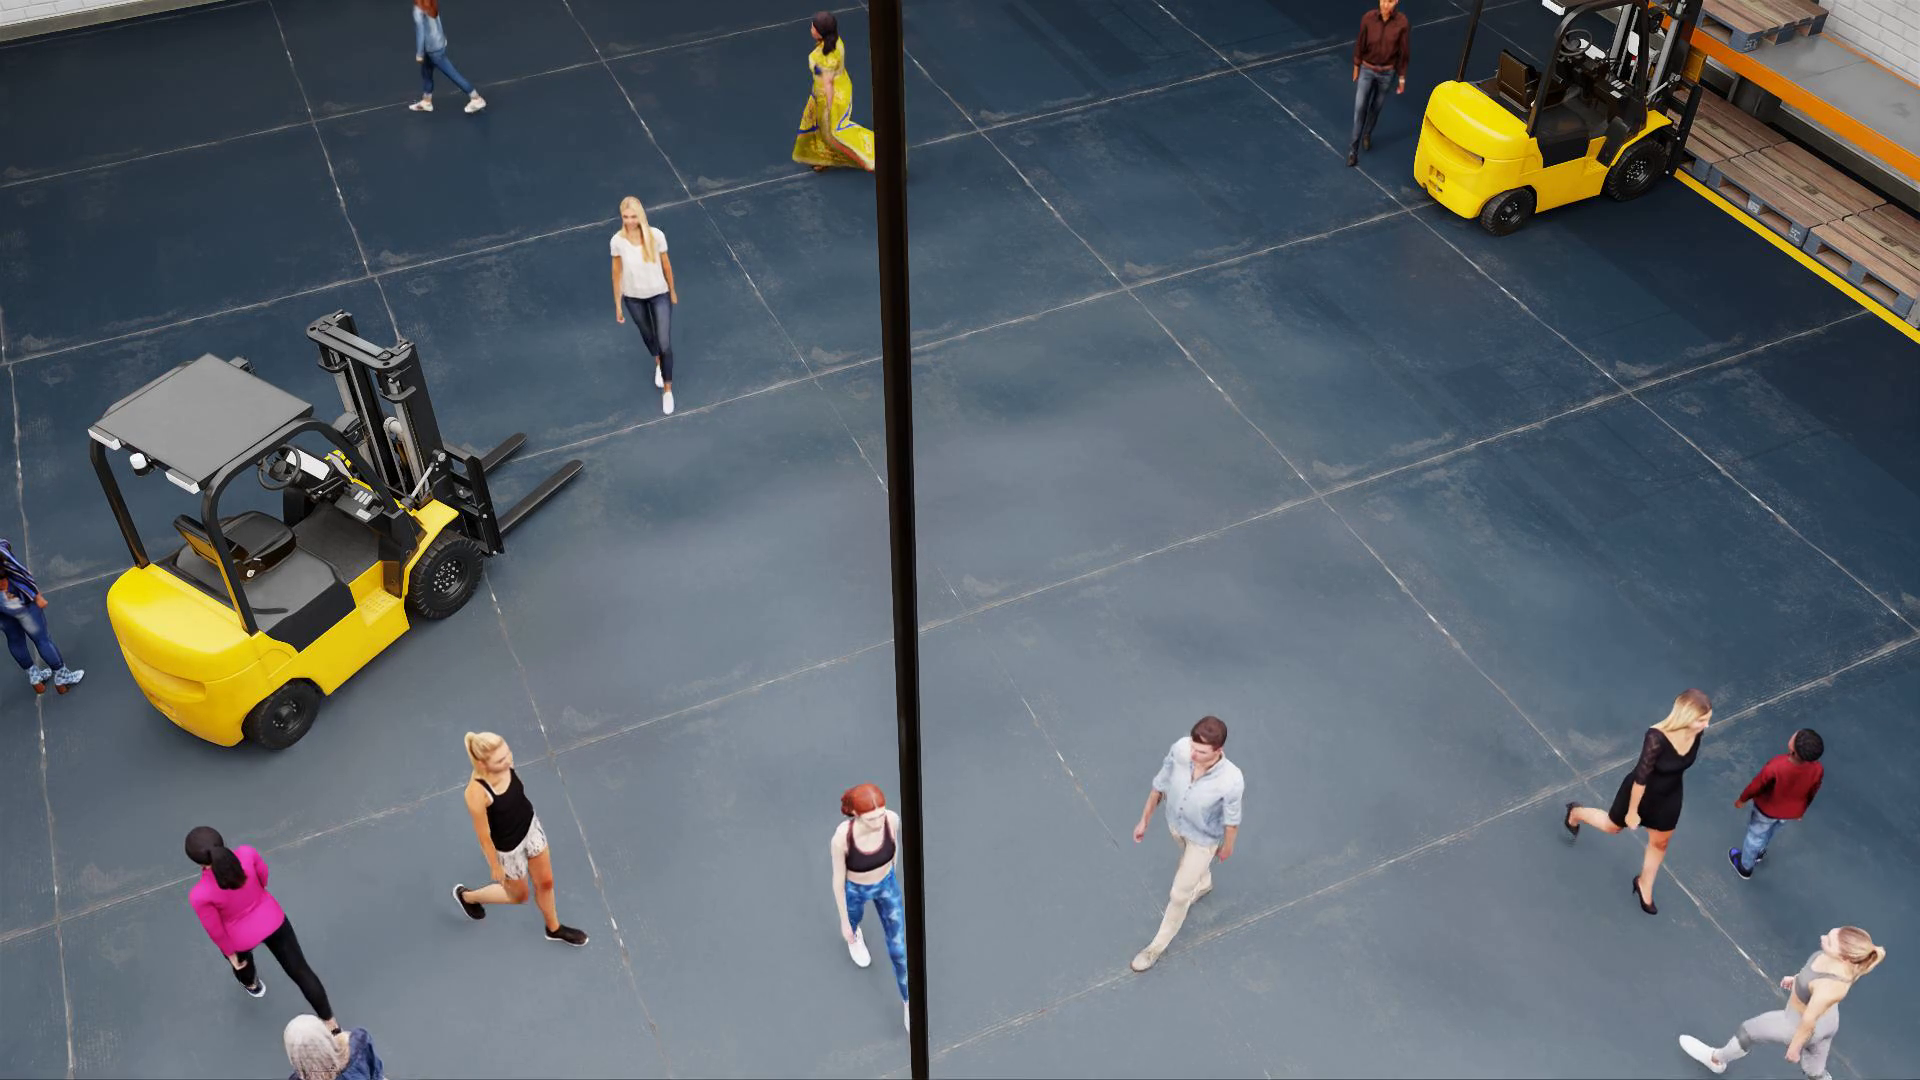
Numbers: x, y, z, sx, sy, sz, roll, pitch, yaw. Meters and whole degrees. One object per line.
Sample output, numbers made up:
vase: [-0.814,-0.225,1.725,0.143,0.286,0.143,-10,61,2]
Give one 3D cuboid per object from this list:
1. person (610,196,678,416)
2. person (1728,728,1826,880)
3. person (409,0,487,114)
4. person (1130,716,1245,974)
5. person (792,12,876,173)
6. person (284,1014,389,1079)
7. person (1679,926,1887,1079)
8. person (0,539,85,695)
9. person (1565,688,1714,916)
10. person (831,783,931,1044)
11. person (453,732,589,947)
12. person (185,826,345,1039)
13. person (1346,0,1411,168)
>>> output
person: [-2.451,-1.946,13.051,0.815,1.786,1.005,-2,44,-2]
person: [4.808,1.586,9.735,0.616,1.247,0.663,0,44,0]
person: [-5.092,-4.838,16.334,0.818,1.444,1.004,-3,44,-3]
person: [1.382,1.565,9.345,0.898,1.816,1.055,-28,50,-26]
person: [-1.099,-4.109,15.440,1.172,1.633,1.263,2,44,2]
person: [-2.898,2.844,8.108,0.810,1.681,1.049,-34,53,-31]
person: [4.383,2.516,8.458,0.761,1.661,1.217,-28,50,-26]
person: [-6.132,0.392,10.728,0.696,1.606,0.718,5,44,5]
person: [3.927,1.430,9.606,0.641,1.650,1.027,-14,45,-14]
person: [-0.539,1.887,9.073,0.605,1.735,1.158,-16,46,-16]
person: [-2.569,1.644,9.253,1.046,1.826,1.022,11,45,11]
person: [-3.704,2.132,8.871,1.186,1.659,0.915,30,51,28]
person: [3.956,-4.454,15.715,1.040,1.743,1.144,9,44,9]
